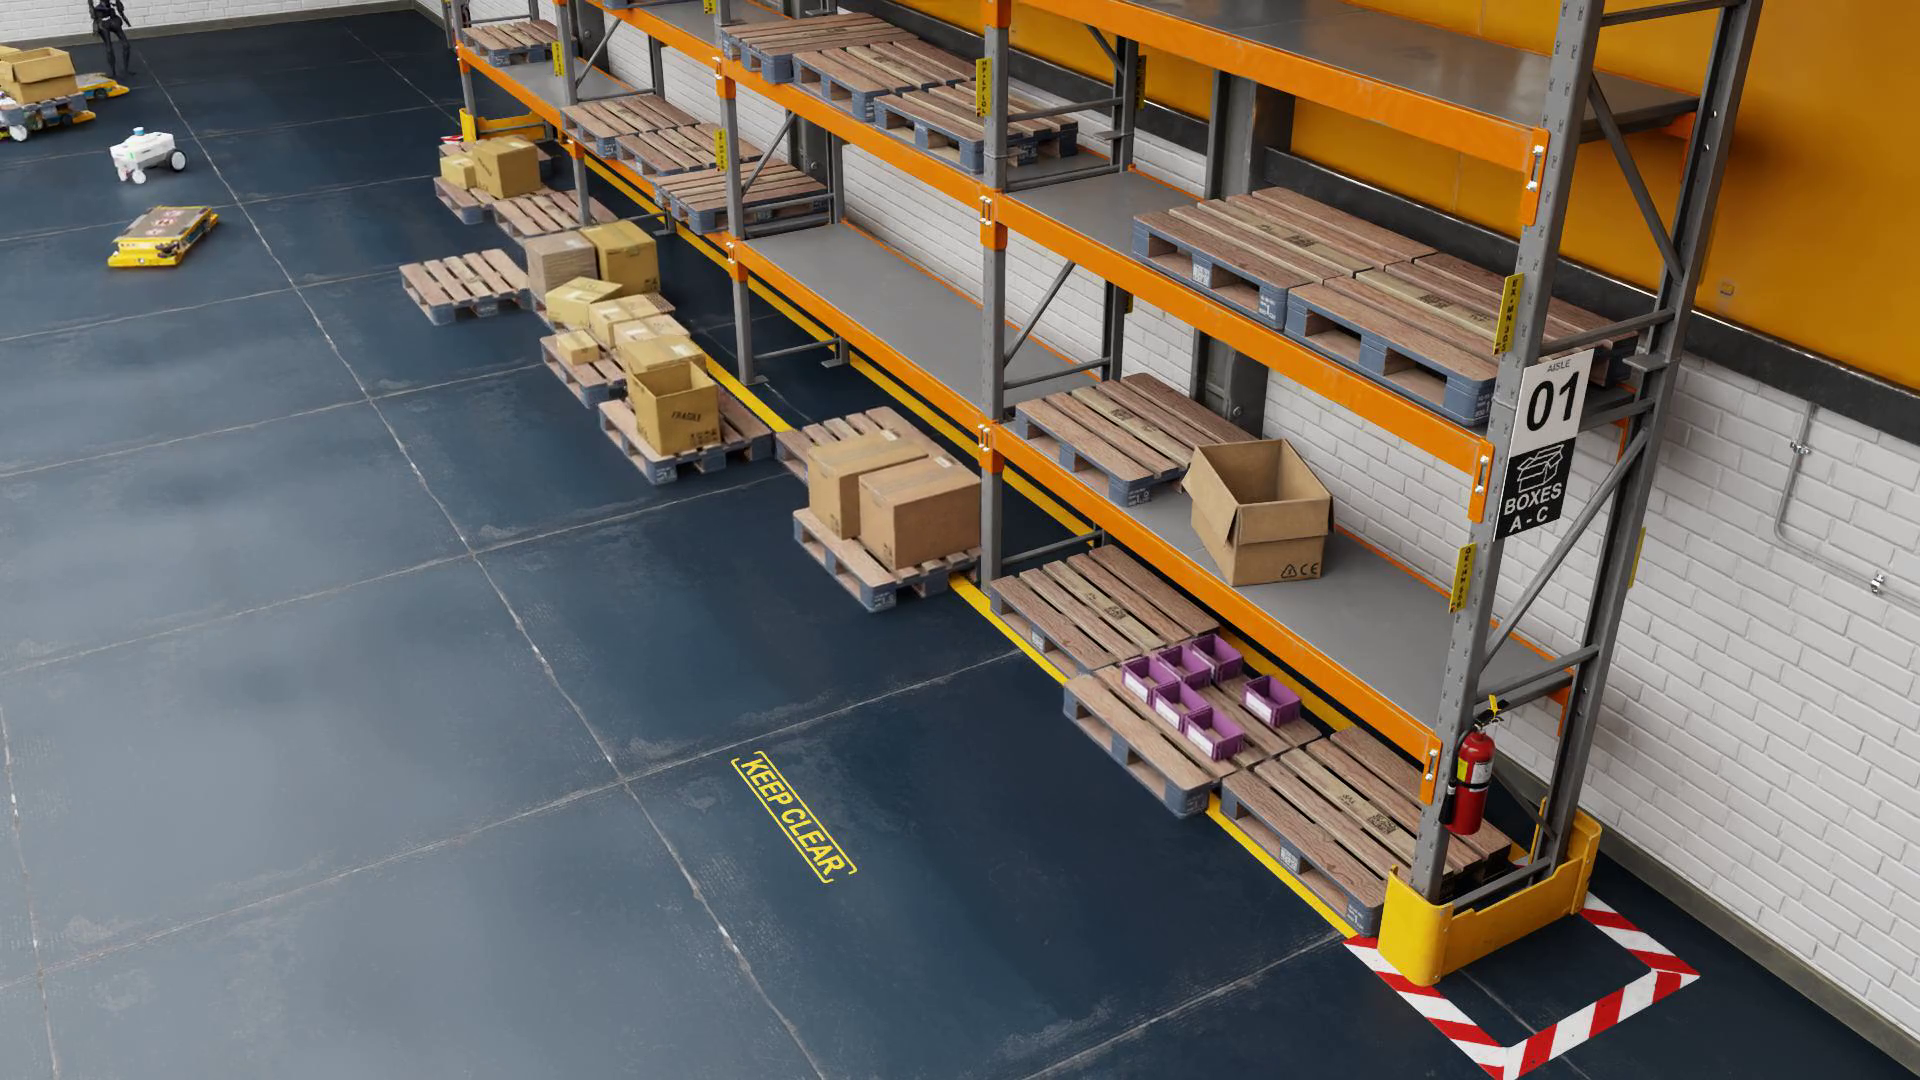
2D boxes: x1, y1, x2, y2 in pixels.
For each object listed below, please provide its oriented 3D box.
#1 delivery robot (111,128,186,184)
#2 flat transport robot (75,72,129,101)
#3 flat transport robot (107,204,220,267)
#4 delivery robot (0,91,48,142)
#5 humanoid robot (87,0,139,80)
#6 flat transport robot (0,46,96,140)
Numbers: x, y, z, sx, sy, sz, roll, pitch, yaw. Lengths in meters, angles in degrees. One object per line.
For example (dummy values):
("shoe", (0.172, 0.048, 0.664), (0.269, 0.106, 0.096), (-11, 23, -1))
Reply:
("delivery robot", (-9.418, -4.467, 19.216), (0.518, 0.582, 0.744), (10, 31, 17))
("flat transport robot", (-11.913, -5.939, 22.117), (0.659, 0.231, 1.431), (21, 36, 32))
("flat transport robot", (-8.229, -3.159, 17.209), (0.659, 0.231, 1.431), (-2, 30, -4))
("delivery robot", (-11.779, -5.239, 20.611), (0.791, 0.614, 0.499), (1, 30, 1))
("humanoid robot", (-11.734, -7.192, 22.902), (0.333, 1.642, 0.610), (10, 31, 17))
("flat transport robot", (-11.777, -5.305, 20.998), (0.659, 0.231, 1.431), (20, 35, 31))
